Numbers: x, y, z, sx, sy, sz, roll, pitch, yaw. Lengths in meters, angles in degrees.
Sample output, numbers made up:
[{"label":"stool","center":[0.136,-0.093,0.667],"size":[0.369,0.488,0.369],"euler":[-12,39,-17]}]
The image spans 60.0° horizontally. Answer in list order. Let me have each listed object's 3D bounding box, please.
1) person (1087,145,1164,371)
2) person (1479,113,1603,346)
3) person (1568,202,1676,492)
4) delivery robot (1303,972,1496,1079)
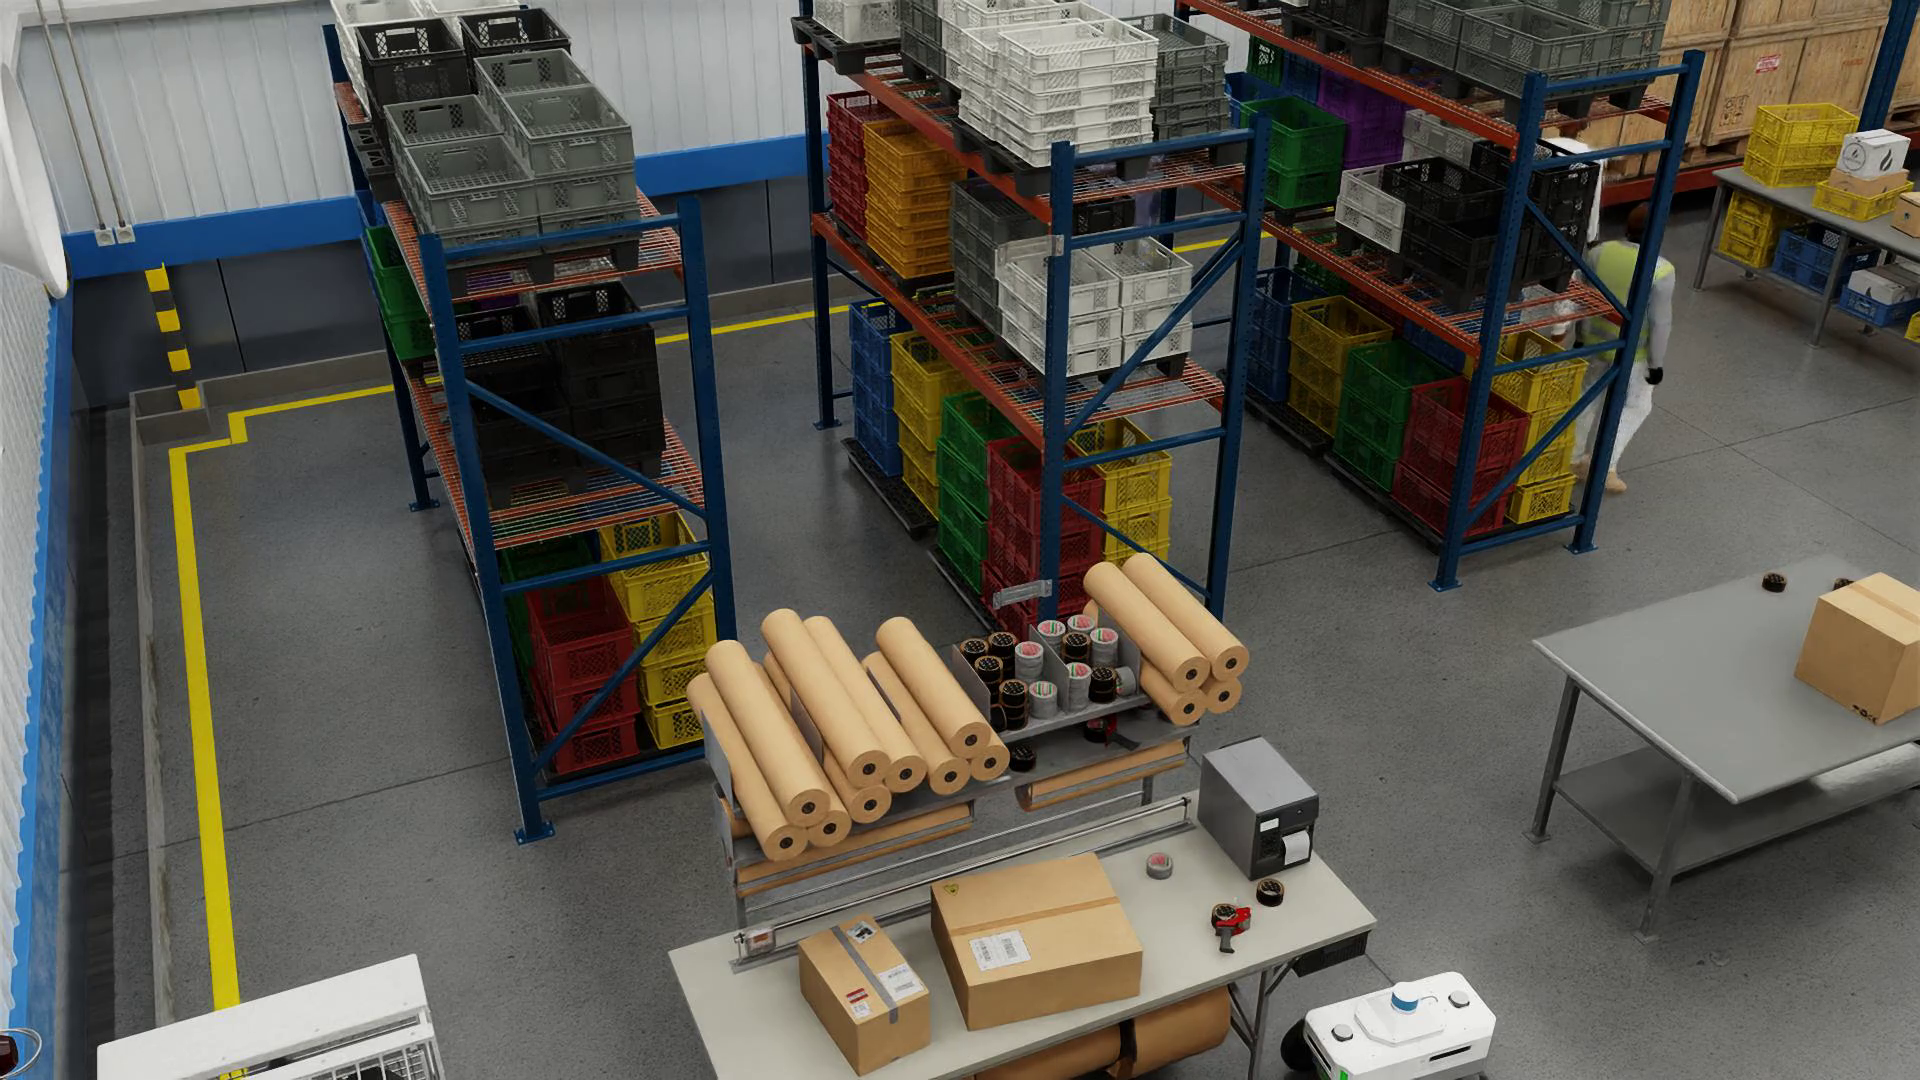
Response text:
[{"label":"person","center":[1.160,-2.255,12.082],"size":[0.667,1.897,0.931],"euler":[-9,33,-15]},{"label":"person","center":[4.276,-2.287,12.170],"size":[0.724,1.860,0.503],"euler":[6,32,10]},{"label":"person","center":[4.120,-1.210,10.440],"size":[0.451,1.822,0.656],"euler":[-18,36,-27]},{"label":"delivery robot","center":[1.704,1.924,6.465],"size":[0.707,0.478,0.477],"euler":[-10,33,-16]}]
